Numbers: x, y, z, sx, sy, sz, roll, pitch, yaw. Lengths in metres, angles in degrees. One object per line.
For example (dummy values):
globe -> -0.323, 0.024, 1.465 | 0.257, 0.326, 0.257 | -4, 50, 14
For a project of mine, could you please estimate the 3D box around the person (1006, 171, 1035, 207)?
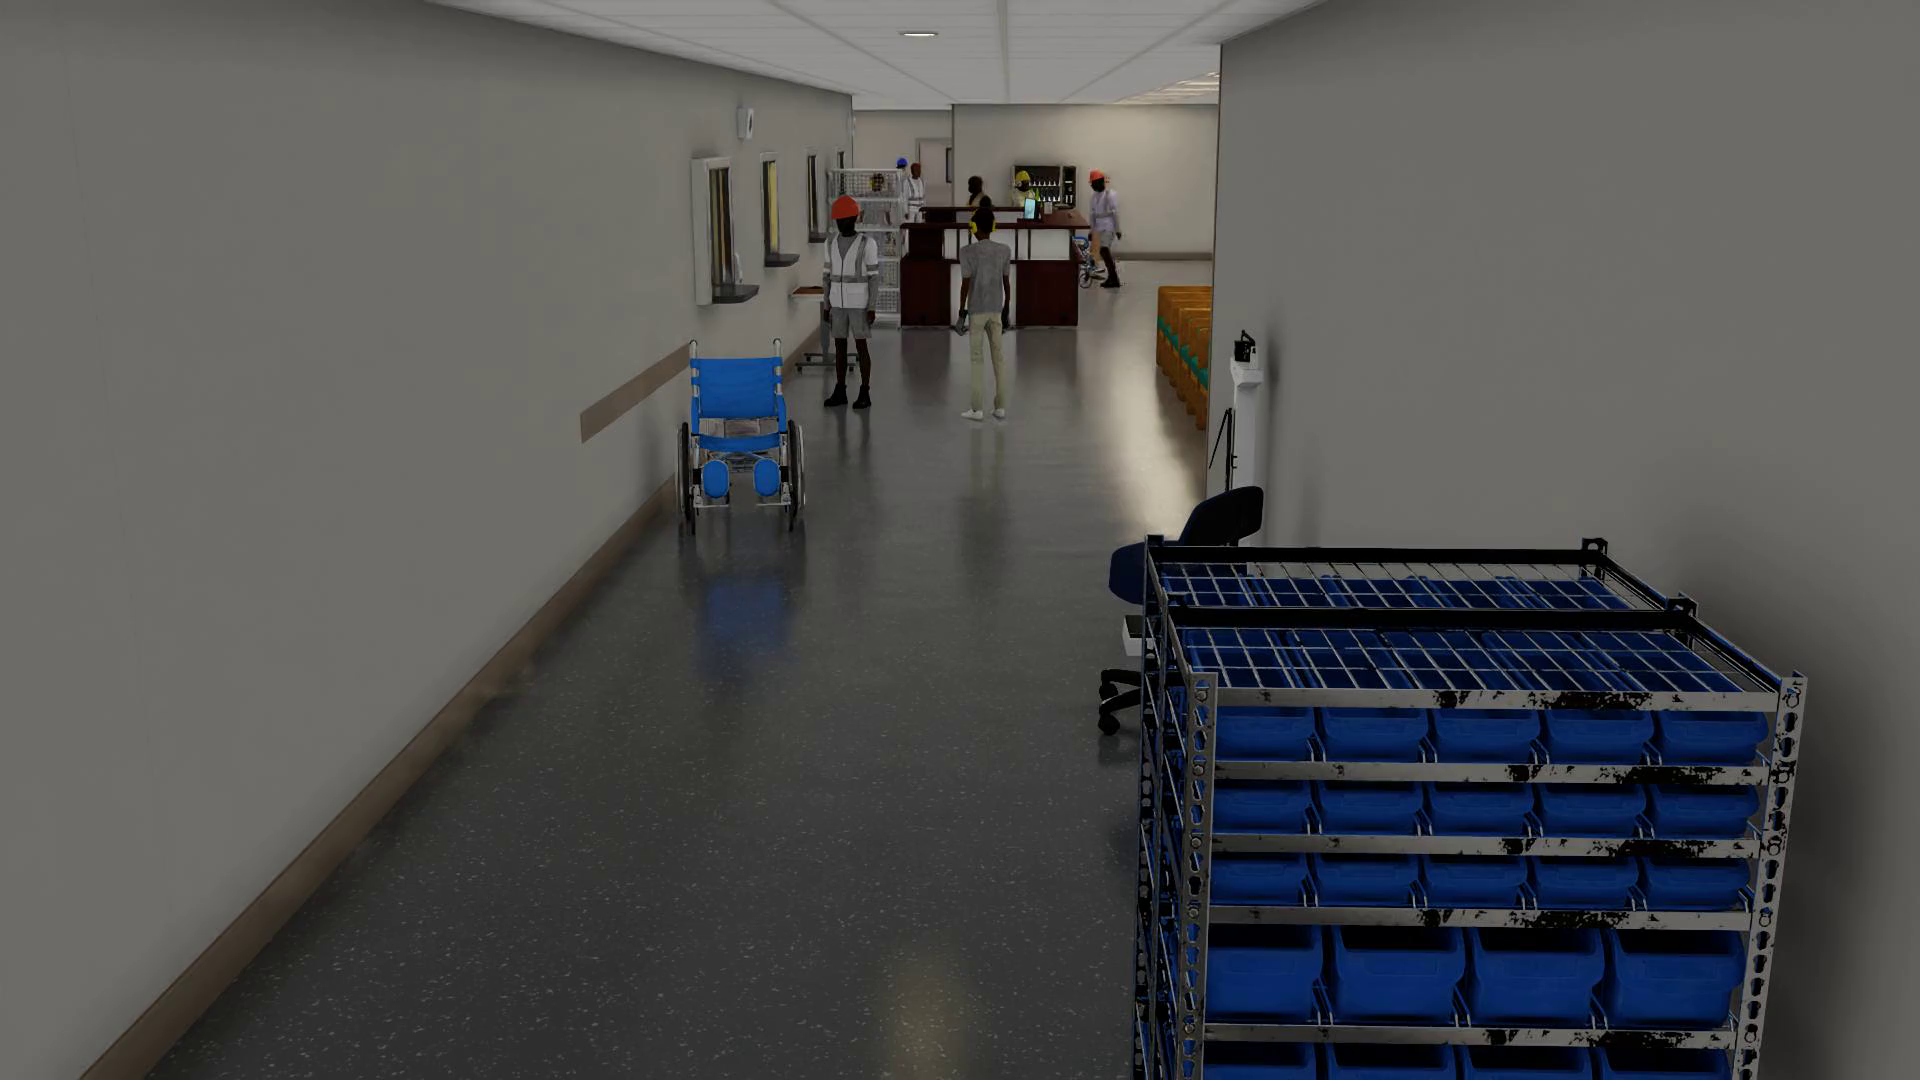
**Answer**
person -> 1.074, -5.426, 28.670 | 0.600, 1.833, 0.404 | -9, 16, -31

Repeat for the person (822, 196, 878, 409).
person -> -1.025, -2.169, 15.251 | 0.551, 1.933, 0.373 | 6, 15, 24

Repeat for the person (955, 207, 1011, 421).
person -> 0.205, -1.979, 14.631 | 0.515, 1.865, 0.329 | -6, 15, -23

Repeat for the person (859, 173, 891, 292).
person -> -1.349, -4.850, 26.302 | 0.526, 1.854, 0.438 | -4, 14, -16

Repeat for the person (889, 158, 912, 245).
person -> -1.249, -7.616, 37.429 | 0.634, 1.901, 0.963 | 10, 17, 35

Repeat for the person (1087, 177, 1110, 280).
person -> 2.394, -5.350, 28.556 | 0.362, 1.742, 0.564 | -2, 14, -9

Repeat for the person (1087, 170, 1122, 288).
person -> 2.353, -5.049, 27.035 | 0.592, 1.884, 0.583 | -7, 16, -27

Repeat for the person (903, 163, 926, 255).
person -> -0.912, -6.635, 33.502 | 0.347, 1.878, 0.576 | 13, 19, 42
